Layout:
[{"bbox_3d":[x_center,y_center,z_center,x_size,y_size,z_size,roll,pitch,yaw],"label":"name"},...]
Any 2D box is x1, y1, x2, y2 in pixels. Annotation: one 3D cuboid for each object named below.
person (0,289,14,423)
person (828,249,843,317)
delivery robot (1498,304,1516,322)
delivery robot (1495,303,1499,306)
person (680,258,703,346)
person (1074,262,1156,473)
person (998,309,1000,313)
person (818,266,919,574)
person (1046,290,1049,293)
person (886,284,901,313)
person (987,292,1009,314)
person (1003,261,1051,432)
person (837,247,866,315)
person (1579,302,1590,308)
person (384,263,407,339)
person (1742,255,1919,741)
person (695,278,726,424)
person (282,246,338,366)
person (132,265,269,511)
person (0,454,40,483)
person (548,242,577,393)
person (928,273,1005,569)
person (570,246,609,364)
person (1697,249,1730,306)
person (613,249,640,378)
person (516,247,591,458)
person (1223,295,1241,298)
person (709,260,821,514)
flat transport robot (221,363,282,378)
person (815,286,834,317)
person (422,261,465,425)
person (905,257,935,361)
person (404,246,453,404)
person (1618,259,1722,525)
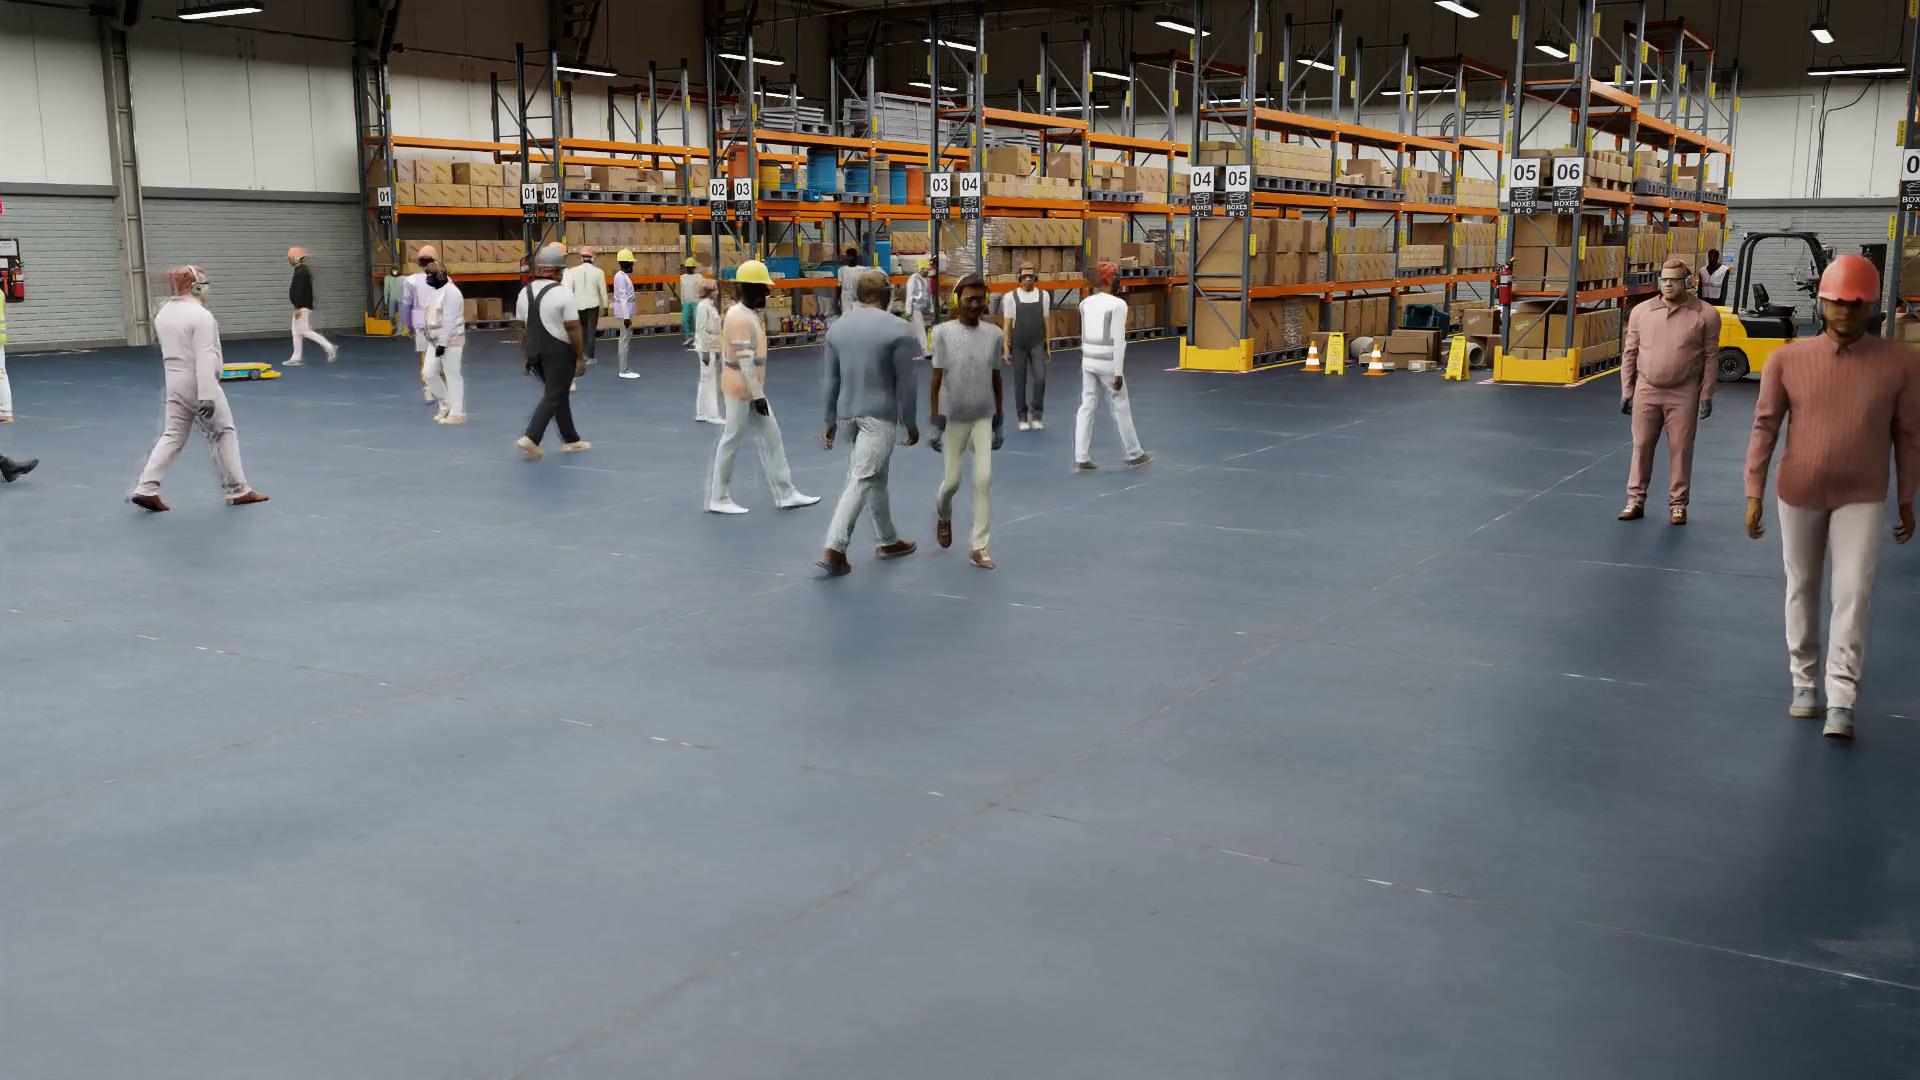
[{"bbox_3d":[-10.885,-2.190,18.554,0.430,1.837,0.629,0,10,1],"label":"person"},{"bbox_3d":[-2.951,-5.986,39.569,0.550,1.920,0.671,4,11,23],"label":"person"},{"bbox_3d":[13.097,-5.489,40.332,0.707,0.478,0.477,-1,10,-8],"label":"delivery robot"},{"bbox_3d":[13.209,-5.592,40.909,0.477,0.478,0.707,-1,10,-8],"label":"delivery robot"},{"bbox_3d":[-5.297,-4.686,32.791,0.521,1.742,0.427,3,11,18],"label":"person"},{"bbox_3d":[1.360,-1.528,14.785,0.860,1.849,0.605,-9,13,-40],"label":"person"},{"bbox_3d":[0.931,-5.020,34.984,0.497,1.619,0.397,5,11,25],"label":"person"},{"bbox_3d":[-0.606,-0.753,10.359,0.617,1.893,1.029,8,13,37],"label":"person"},{"bbox_3d":[1.545,-4.935,34.257,0.515,1.711,0.947,8,13,38],"label":"person"},{"bbox_3d":[-1.790,-6.369,41.938,0.555,1.868,0.573,6,12,29],"label":"person"},{"bbox_3d":[0.787,-4.812,32.969,0.627,1.934,0.359,1,10,3],"label":"person"},{"bbox_3d":[0.728,-2.049,17.765,0.535,1.820,0.726,-1,10,-8],"label":"person"},{"bbox_3d":[-2.054,-4.658,32.040,0.611,1.948,0.630,3,10,14],"label":"person"},{"bbox_3d":[15.255,-5.978,40.398,0.643,1.592,0.769,-2,10,-9],"label":"person"},{"bbox_3d":[-11.870,-5.035,35.071,0.509,1.610,0.423,-2,10,-11],"label":"person"},{"bbox_3d":[3.565,-0.166,6.826,0.659,1.960,0.887,6,12,28],"label":"person"},{"bbox_3d":[-2.812,-2.122,18.729,0.349,1.639,0.515,0,10,-1],"label":"person"},{"bbox_3d":[-10.820,-3.871,27.562,0.812,1.973,0.608,-4,11,-21],"label":"person"},{"bbox_3d":[-5.867,-1.148,12.642,0.664,1.865,0.984,7,12,33],"label":"person"},{"bbox_3d":[-8.206,-1.340,13.676,1.006,1.856,0.584,-8,13,-39],"label":"person"},{"bbox_3d":[-5.420,-3.013,22.576,0.402,2.037,0.608,-4,11,-24],"label":"person"},{"bbox_3d":[0.037,-0.770,10.559,0.543,1.843,0.732,-3,11,-16],"label":"person"},{"bbox_3d":[-6.230,-3.963,28.082,0.665,1.962,0.794,1,10,7],"label":"person"},{"bbox_3d":[14.319,-4.570,31.655,0.374,1.912,0.587,-8,13,-38],"label":"person"},{"bbox_3d":[-5.025,-3.398,25.039,0.363,1.928,0.587,-2,10,-11],"label":"person"},{"bbox_3d":[-3.897,-1.806,15.807,0.691,2.000,0.988,7,12,34],"label":"person"},{"bbox_3d":[5.551,-4.933,33.814,0.312,1.864,0.532,-9,14,-42],"label":"person"},{"bbox_3d":[-1.473,-1.116,12.370,0.913,1.889,0.597,1,10,8],"label":"person"},{"bbox_3d":[-10.884,-2.491,24.597,1.431,0.197,0.652,-9,14,-42],"label":"flat transport robot"},{"bbox_3d":[-3.074,-5.434,37.288,0.513,1.616,0.541,7,12,33],"label":"person"},{"bbox_3d":[-5.769,-2.188,18.573,0.465,1.822,0.623,-10,14,-43],"label":"person"},{"bbox_3d":[-0.731,-3.994,28.807,0.809,1.783,0.606,5,11,25],"label":"person"},{"bbox_3d":[-6.769,-2.749,21.242,0.629,1.986,1.040,-2,10,-10],"label":"person"},{"bbox_3d":[5.105,-1.063,12.022,0.652,1.906,0.403,7,12,33],"label":"person"}]
